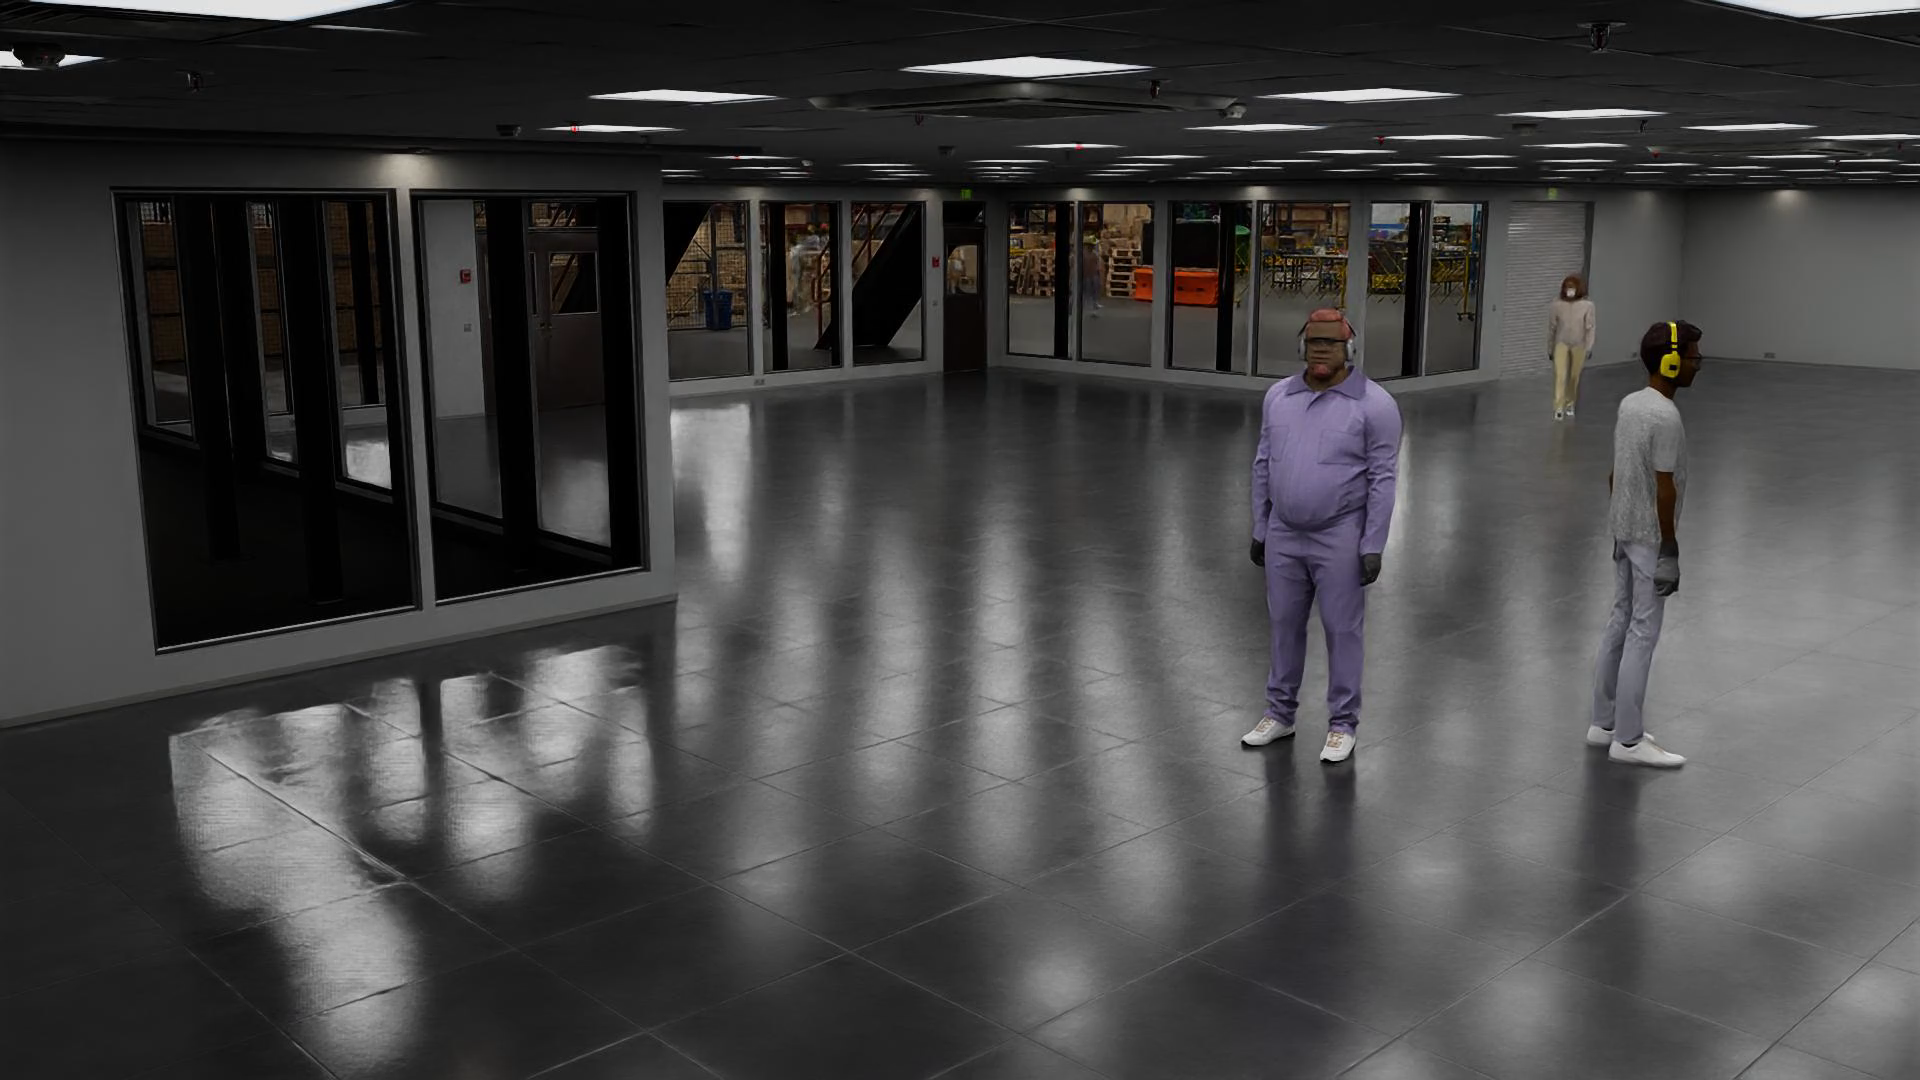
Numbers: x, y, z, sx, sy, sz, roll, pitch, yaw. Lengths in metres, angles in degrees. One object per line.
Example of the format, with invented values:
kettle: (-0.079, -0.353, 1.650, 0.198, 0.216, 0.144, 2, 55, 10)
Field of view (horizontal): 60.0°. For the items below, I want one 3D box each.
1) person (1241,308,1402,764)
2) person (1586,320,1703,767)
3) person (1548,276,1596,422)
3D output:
person: (1.506, -0.021, 7.058, 0.646, 1.913, 0.409, 9, 14, 38)
person: (2.895, 0.013, 7.007, 0.309, 1.868, 0.534, 0, 11, 0)
person: (6.784, -2.141, 18.501, 0.497, 1.585, 0.880, 4, 12, 18)
